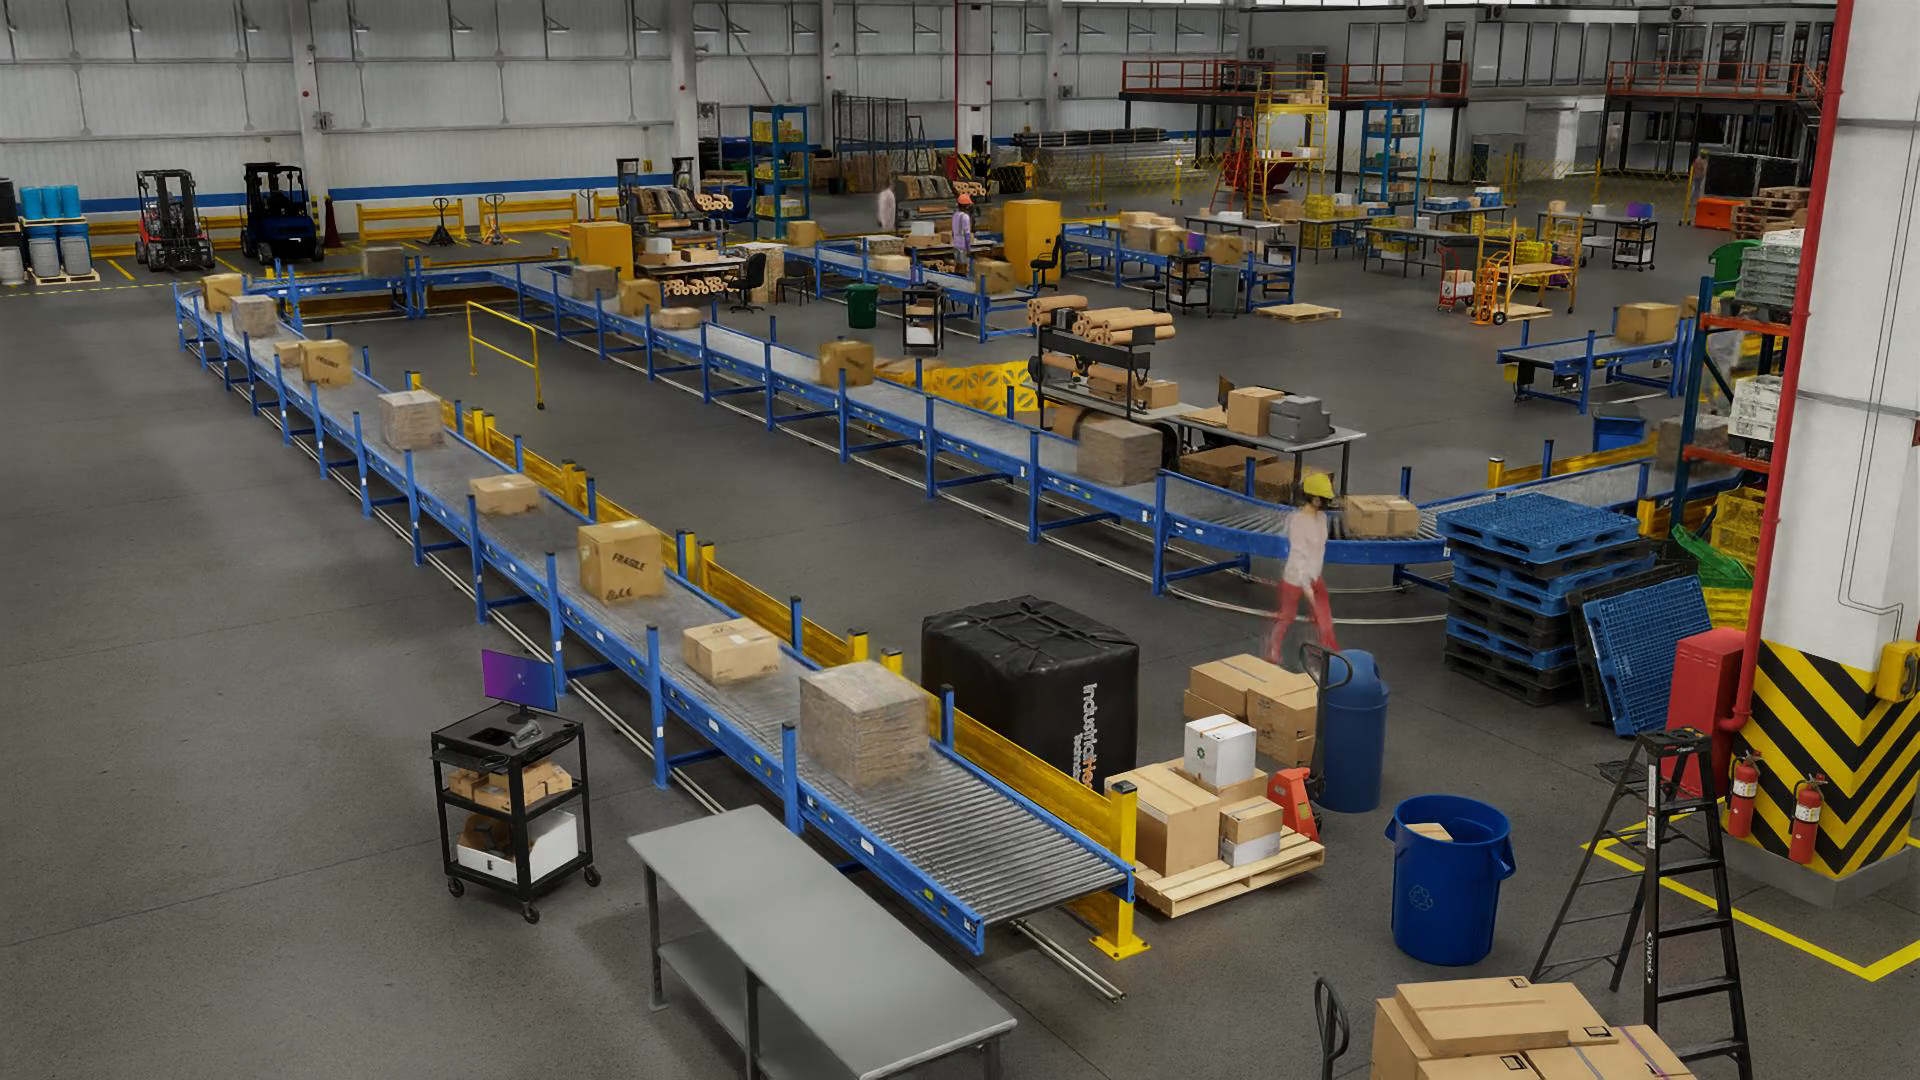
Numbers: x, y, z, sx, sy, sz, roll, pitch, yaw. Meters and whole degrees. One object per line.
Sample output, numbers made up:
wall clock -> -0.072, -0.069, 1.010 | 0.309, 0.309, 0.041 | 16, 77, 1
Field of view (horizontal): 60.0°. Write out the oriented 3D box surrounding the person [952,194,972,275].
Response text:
person -> 0.061, -5.856, 33.128 | 0.390, 2.045, 0.607 | -8, 18, -24

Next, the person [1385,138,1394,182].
person -> 14.479, -12.711, 56.277 | 0.504, 1.847, 0.344 | -14, 22, -39

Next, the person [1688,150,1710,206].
person -> 22.806, -11.163, 51.342 | 0.384, 1.726, 0.579 | -4, 17, -14

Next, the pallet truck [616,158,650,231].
pallet truck -> -8.918, -9.176, 44.255 | 0.823, 1.965, 1.885 | -9, 19, -27

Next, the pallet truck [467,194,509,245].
pallet truck -> -11.983, -8.177, 42.137 | 0.704, 1.261, 1.522 | -11, 20, -33

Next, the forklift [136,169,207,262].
forklift -> -17.842, -7.318, 37.559 | 1.157, 1.987, 2.680 | -10, 20, -31

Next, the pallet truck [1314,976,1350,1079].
pallet truck -> 2.299, 2.390, 7.086 | 1.601, 1.201, 0.680 | -2, 17, -7

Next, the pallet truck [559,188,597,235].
pallet truck -> -10.010, -8.652, 43.699 | 0.653, 1.274, 1.630 | -10, 20, -31

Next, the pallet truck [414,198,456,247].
pallet truck -> -13.250, -8.060, 41.856 | 0.680, 1.201, 1.601 | -10, 20, -31

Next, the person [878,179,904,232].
person -> -1.566, -7.462, 38.792 | 0.948, 1.862, 0.644 | -6, 18, -20

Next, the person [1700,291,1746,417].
person -> 10.059, -2.387, 21.981 | 0.425, 1.817, 0.600 | -8, 19, -25

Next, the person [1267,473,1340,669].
person -> 2.795, 0.338, 13.061 | 0.539, 1.726, 0.871 | -16, 23, -42

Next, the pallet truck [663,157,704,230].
pallet truck -> -7.586, -9.308, 44.692 | 0.823, 1.965, 1.885 | -11, 20, -33

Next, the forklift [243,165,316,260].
forklift -> -15.898, -7.669, 38.708 | 1.157, 1.987, 2.680 | -11, 20, -33

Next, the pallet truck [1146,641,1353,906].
pallet truck -> 1.664, 1.407, 10.232 | 1.630, 1.274, 0.653 | -10, 20, -31
